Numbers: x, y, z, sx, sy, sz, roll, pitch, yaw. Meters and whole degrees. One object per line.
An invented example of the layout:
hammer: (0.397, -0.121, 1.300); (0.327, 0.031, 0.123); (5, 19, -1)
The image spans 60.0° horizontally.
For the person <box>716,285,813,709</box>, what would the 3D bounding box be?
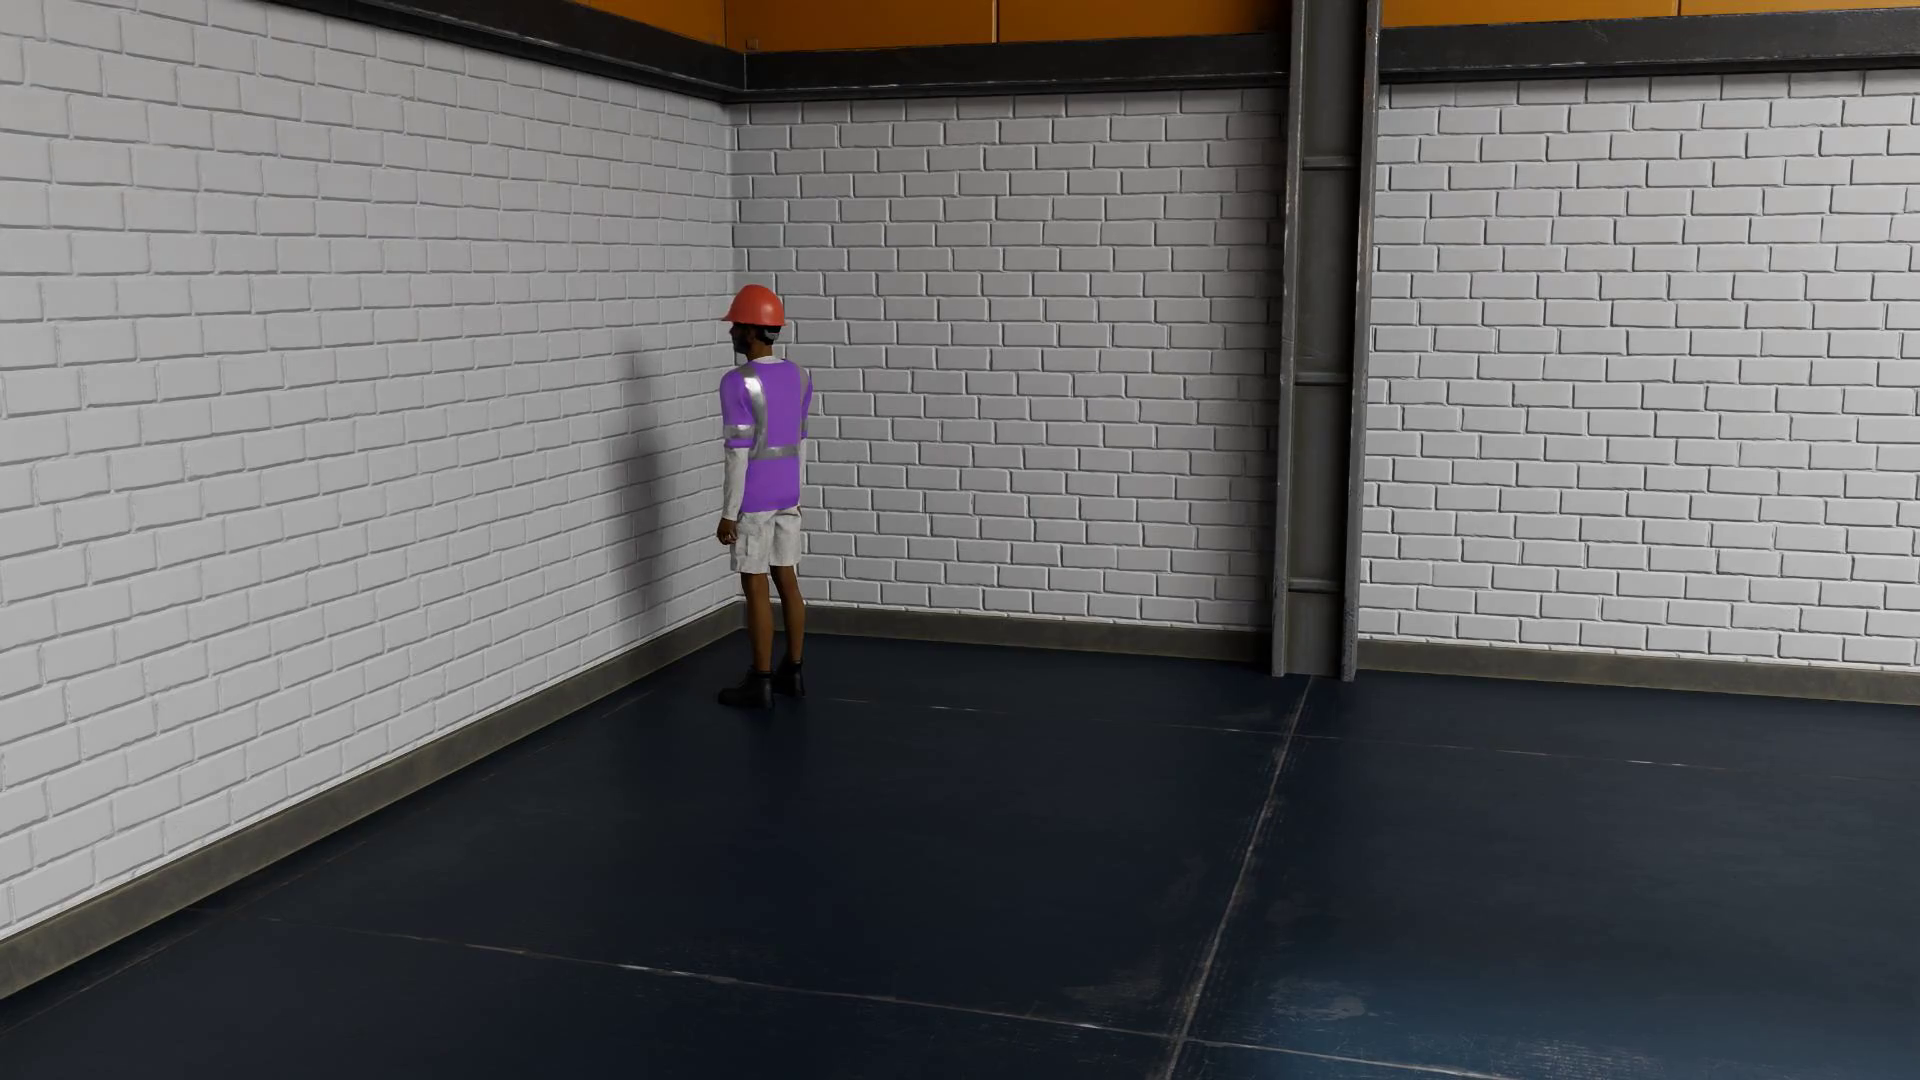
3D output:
person: (-0.919, -0.195, 7.667); (0.352, 1.942, 0.545); (6, 11, 32)
